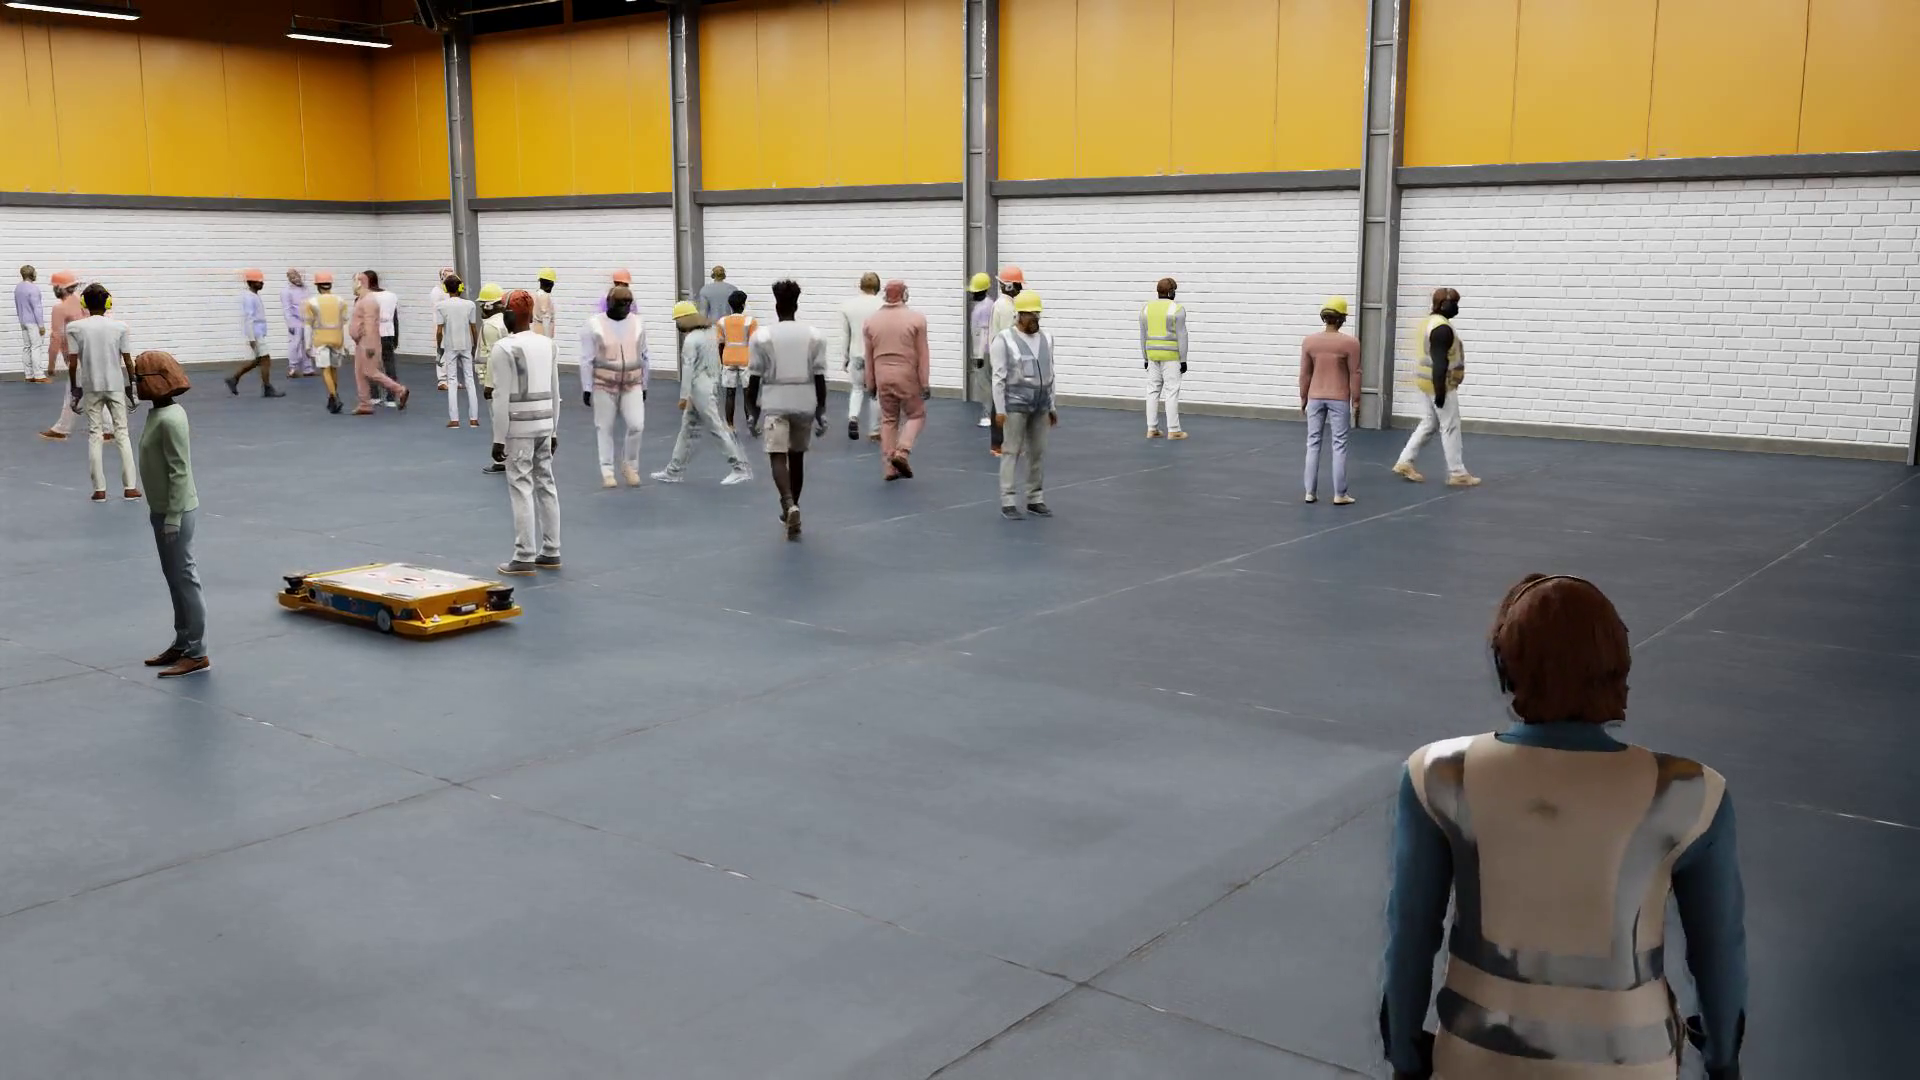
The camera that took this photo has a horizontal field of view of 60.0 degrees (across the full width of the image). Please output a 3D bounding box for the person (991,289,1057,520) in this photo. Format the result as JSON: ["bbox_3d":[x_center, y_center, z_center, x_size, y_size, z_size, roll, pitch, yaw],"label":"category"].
[{"bbox_3d":[0.531,-1.080,13.297,0.599,1.830,0.404,-6,12,-32],"label":"person"}]

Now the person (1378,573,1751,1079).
[{"bbox_3d":[0.992,0.848,2.731,0.526,1.601,0.820,6,11,31],"label":"person"}]

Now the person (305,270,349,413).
[{"bbox_3d":[-8.444,-2.647,22.250,0.557,1.908,0.911,-7,12,-36],"label":"person"}]

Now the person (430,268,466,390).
[{"bbox_3d":[-7.972,-3.283,25.940,0.399,1.903,0.648,2,10,12],"label":"person"}]

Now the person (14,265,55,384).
[{"bbox_3d":[-15.117,-3.506,27.112,0.634,1.940,0.367,6,12,33],"label":"person"}]

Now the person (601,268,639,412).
[{"bbox_3d":[-4.424,-2.632,22.086,0.699,1.914,0.568,7,12,35],"label":"person"}]

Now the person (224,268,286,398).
[{"bbox_3d":[-10.415,-3.033,24.440,0.776,1.913,0.552,-3,10,-15],"label":"person"}]

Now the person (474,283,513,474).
[{"bbox_3d":[-4.464,-1.550,16.033,0.404,1.829,0.600,1,10,4],"label":"person"}]

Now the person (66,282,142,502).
[{"bbox_3d":[-7.332,-1.260,14.239,0.530,1.869,0.311,-4,11,-24],"label":"person"}]

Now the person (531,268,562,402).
[{"bbox_3d":[-5.930,-2.928,23.819,0.399,1.913,0.589,-4,11,-24],"label":"person"}]

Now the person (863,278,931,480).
[{"bbox_3d":[-0.571,-1.485,15.488,0.664,1.888,0.431,4,10,21],"label":"person"}]

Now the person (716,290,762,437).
[{"bbox_3d":[-2.558,-2.044,19.302,0.531,1.698,0.320,3,10,15],"label":"person"}]

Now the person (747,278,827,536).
[{"bbox_3d":[-1.290,-1.004,12.561,0.609,1.940,0.876,-3,10,-18],"label":"person"}]

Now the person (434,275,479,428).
[{"bbox_3d":[-6.125,-2.290,20.257,0.520,1.865,0.332,-4,11,-24],"label":"person"}]

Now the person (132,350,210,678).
[{"bbox_3d":[-3.984,-0.134,8.368,0.285,1.633,0.500,-7,12,-35],"label":"person"}]

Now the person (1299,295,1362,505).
[{"bbox_3d":[3.135,-1.178,14.071,0.533,1.765,0.329,6,11,31],"label":"person"}]

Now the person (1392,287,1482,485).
[{"bbox_3d":[4.389,-1.410,15.270,0.774,1.820,0.640,1,10,6],"label":"person"}]

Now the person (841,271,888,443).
[{"bbox_3d":[-1.032,-2.016,18.475,0.642,1.924,0.536,3,10,15],"label":"person"}]

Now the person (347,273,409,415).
[{"bbox_3d":[-7.741,-2.580,21.938,0.706,1.873,0.652,-5,11,-28],"label":"person"}]

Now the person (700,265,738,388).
[{"bbox_3d":[-3.809,-3.386,26.412,0.627,1.940,0.376,-3,10,-16],"label":"person"}]

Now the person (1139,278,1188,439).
[{"bbox_3d":[2.357,-2.072,19.047,0.622,1.844,0.429,9,13,41],"label":"person"}]

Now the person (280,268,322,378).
[{"bbox_3d":[-11.310,-3.719,28.575,0.398,1.870,0.721,4,11,24],"label":"person"}]

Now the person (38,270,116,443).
[{"bbox_3d":[-9.904,-2.039,18.599,1.042,1.935,0.638,0,10,3],"label":"person"}]

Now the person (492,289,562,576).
[{"bbox_3d":[-2.859,-0.706,10.988,0.338,1.882,0.572,5,11,26],"label":"person"}]

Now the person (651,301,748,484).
[{"bbox_3d":[-2.391,-1.353,15.303,0.924,1.686,0.526,0,10,0],"label":"person"}]

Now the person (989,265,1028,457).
[{"bbox_3d":[0.504,-1.865,17.402,0.401,1.989,0.623,-1,10,-7],"label":"person"}]

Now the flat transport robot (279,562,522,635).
[{"bbox_3d":[-3.273,0.321,9.679,1.431,0.197,0.652,7,12,36],"label":"flat transport robot"}]

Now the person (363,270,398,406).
[{"bbox_3d":[-8.123,-2.809,23.209,0.741,1.878,0.627,9,13,43],"label":"person"}]

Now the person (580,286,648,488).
[{"bbox_3d":[-3.100,-1.364,14.994,0.656,1.821,0.538,-5,11,-26],"label":"person"}]

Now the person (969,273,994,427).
[{"bbox_3d":[0.284,-2.348,20.554,0.353,1.892,0.747,-1,10,-3],"label":"person"}]
